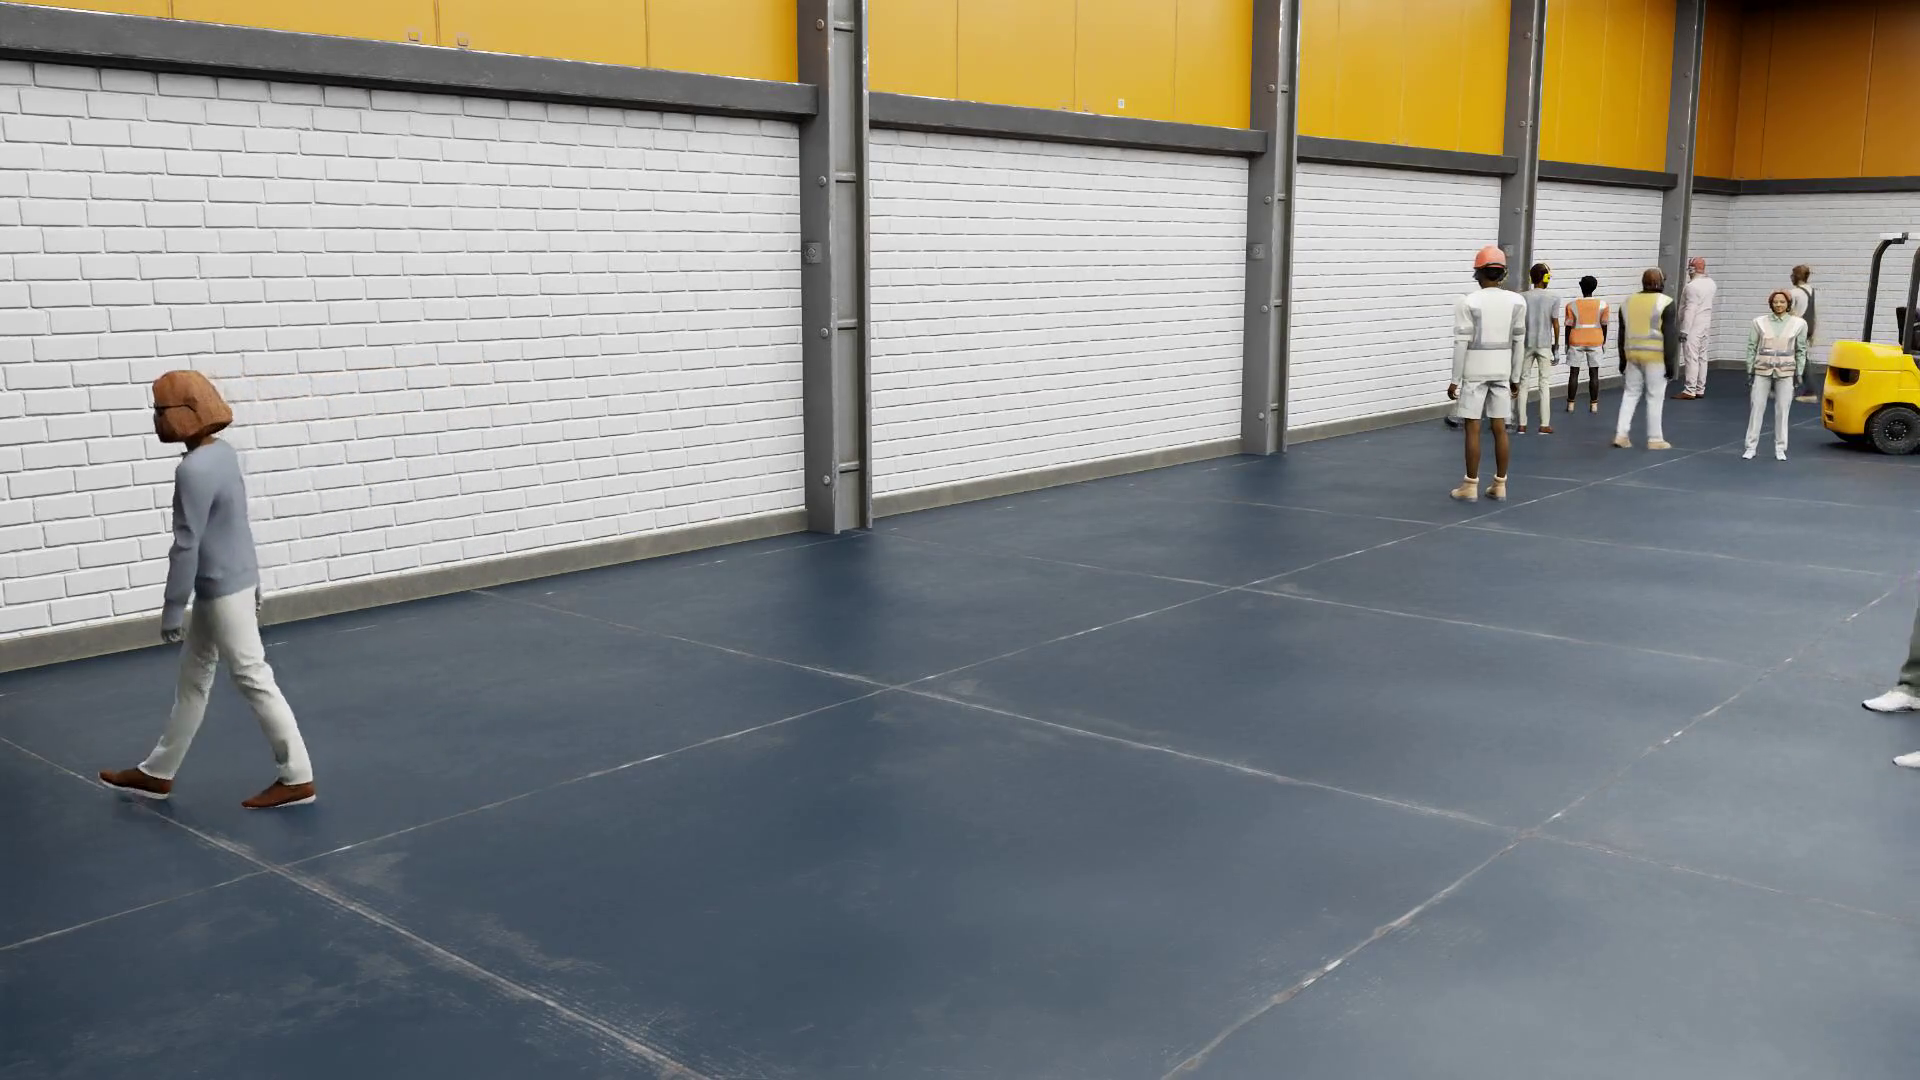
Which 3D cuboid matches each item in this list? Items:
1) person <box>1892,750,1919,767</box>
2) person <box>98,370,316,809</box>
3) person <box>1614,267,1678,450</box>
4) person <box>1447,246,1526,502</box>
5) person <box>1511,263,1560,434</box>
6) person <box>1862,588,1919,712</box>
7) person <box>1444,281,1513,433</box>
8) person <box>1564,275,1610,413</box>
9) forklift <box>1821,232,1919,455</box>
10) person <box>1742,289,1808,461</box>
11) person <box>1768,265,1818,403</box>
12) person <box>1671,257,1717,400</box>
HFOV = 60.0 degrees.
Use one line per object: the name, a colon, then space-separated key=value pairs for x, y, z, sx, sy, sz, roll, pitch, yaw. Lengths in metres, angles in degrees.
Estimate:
person: x=4.031 y=0.115 z=6.358 sx=0.650 sy=1.619 sz=0.522 roll=0 pitch=10 yaw=1
person: x=-2.746 y=0.200 z=5.944 sx=0.829 sy=1.590 sz=0.507 roll=-2 pitch=10 yaw=-14
person: x=6.945 y=-1.823 z=16.782 sx=0.429 sy=1.847 sz=0.634 roll=-6 pitch=12 yaw=-32
person: x=4.201 y=-1.325 z=13.340 sx=0.615 sy=2.041 sz=0.387 roll=-2 pitch=10 yaw=-11
person: x=6.291 y=-2.082 z=18.169 sx=0.519 sy=1.865 sz=0.331 roll=6 pitch=11 yaw=29
person: x=4.492 y=-0.156 z=7.165 sx=0.933 sy=1.888 sz=0.603 roll=-2 pitch=10 yaw=-9
person: x=5.811 y=-2.069 z=18.375 sx=0.599 sy=1.768 sz=0.818 roll=-4 pitch=11 yaw=-22
person: x=7.726 y=-2.413 z=20.546 sx=0.532 sy=1.694 sz=0.320 roll=3 pitch=10 yaw=16
forklift: x=9.955 y=-1.972 z=16.595 sx=2.313 sy=2.155 sz=1.214 roll=1 pitch=10 yaw=8
person: x=7.804 y=-1.579 z=15.929 sx=0.515 sy=1.641 sz=0.314 roll=5 pitch=11 yaw=28
person: x=11.025 y=-2.729 z=22.027 sx=0.538 sy=1.793 sz=0.957 roll=-6 pitch=12 yaw=-31
person: x=9.842 y=-2.831 z=22.328 sx=0.636 sy=1.902 sz=0.406 roll=-9 pitch=13 yaw=-40
